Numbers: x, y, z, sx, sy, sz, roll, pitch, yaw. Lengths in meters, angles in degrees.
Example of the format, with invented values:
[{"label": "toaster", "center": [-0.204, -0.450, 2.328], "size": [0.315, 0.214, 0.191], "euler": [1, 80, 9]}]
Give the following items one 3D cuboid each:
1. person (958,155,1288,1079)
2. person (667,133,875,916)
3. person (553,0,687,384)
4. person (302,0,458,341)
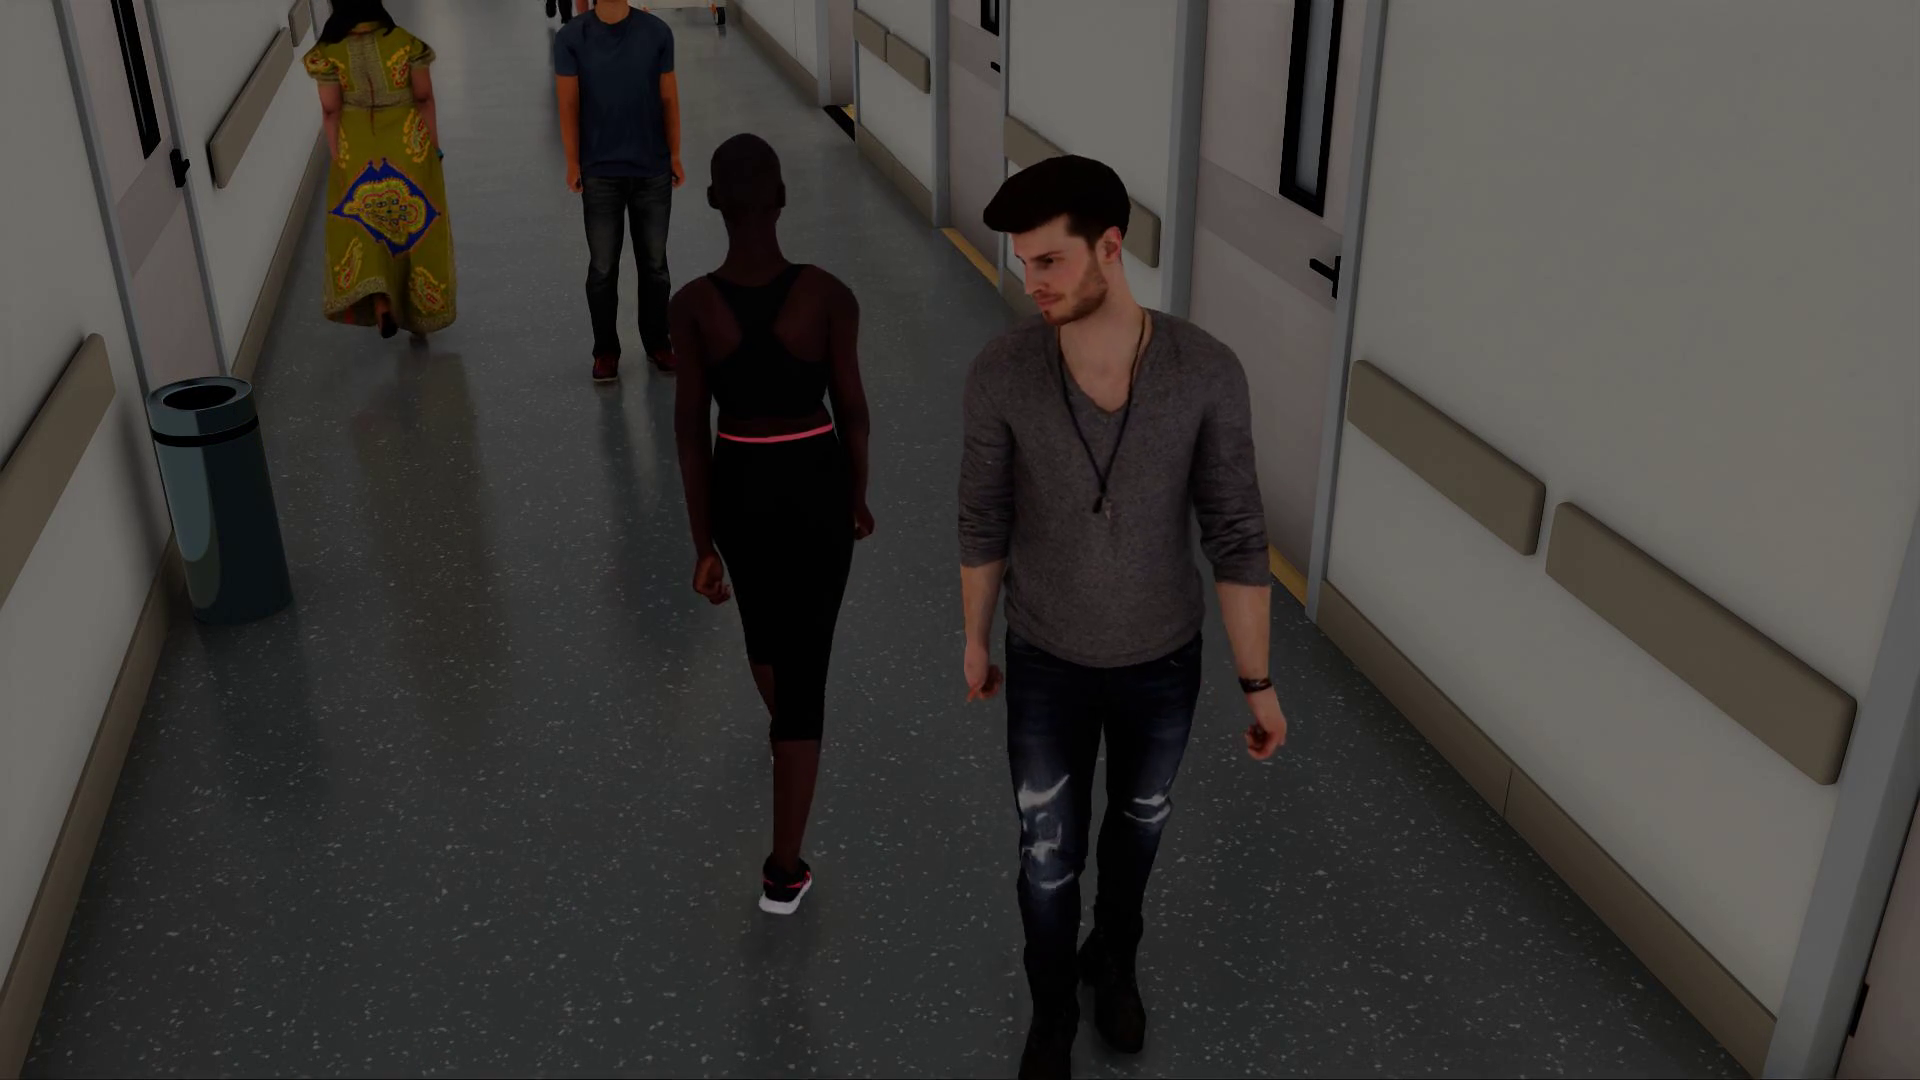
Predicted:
[{"label": "person", "center": [0.269, 0.163, 3.240], "size": [0.765, 1.877, 0.874], "euler": [-2, 26, -5]}, {"label": "person", "center": [-0.414, 0.016, 3.734], "size": [1.195, 1.712, 0.887], "euler": [0, 26, 1]}, {"label": "person", "center": [-1.399, -1.567, 6.904], "size": [0.506, 1.810, 0.722], "euler": [-9, 27, -19]}, {"label": "person", "center": [-2.481, -1.613, 7.190], "size": [0.979, 1.644, 0.876], "euler": [-9, 27, -17]}]
